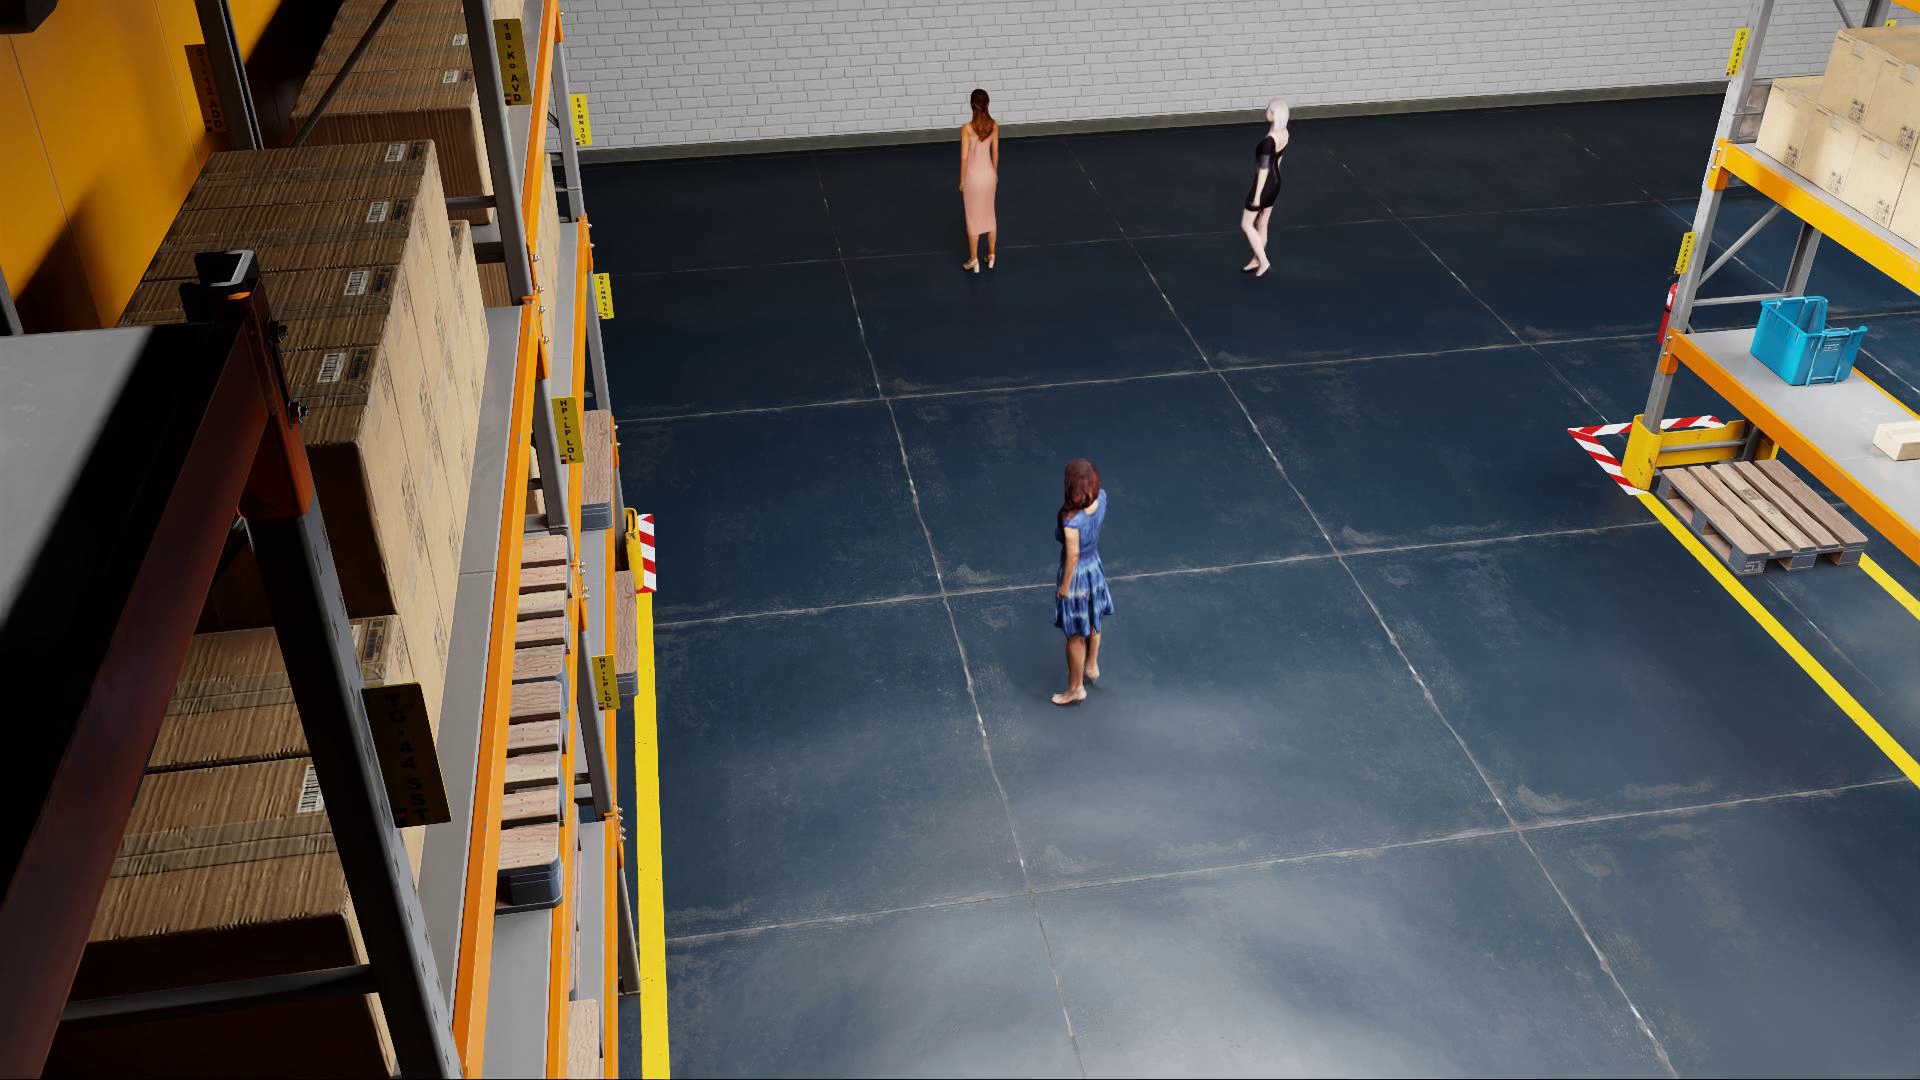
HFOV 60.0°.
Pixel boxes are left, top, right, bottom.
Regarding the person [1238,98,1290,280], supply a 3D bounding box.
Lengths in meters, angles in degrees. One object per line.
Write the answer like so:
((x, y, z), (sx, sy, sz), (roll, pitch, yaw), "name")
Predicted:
((3.012, -3.363, 16.065), (0.840, 1.824, 0.780), (24, 40, 31), "person")

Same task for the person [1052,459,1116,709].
((0.756, 0.275, 10.609), (0.819, 1.805, 0.732), (16, 37, 23), "person")

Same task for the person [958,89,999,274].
((0.189, -3.518, 16.292), (0.641, 1.831, 0.616), (-17, 37, -24), "person")
